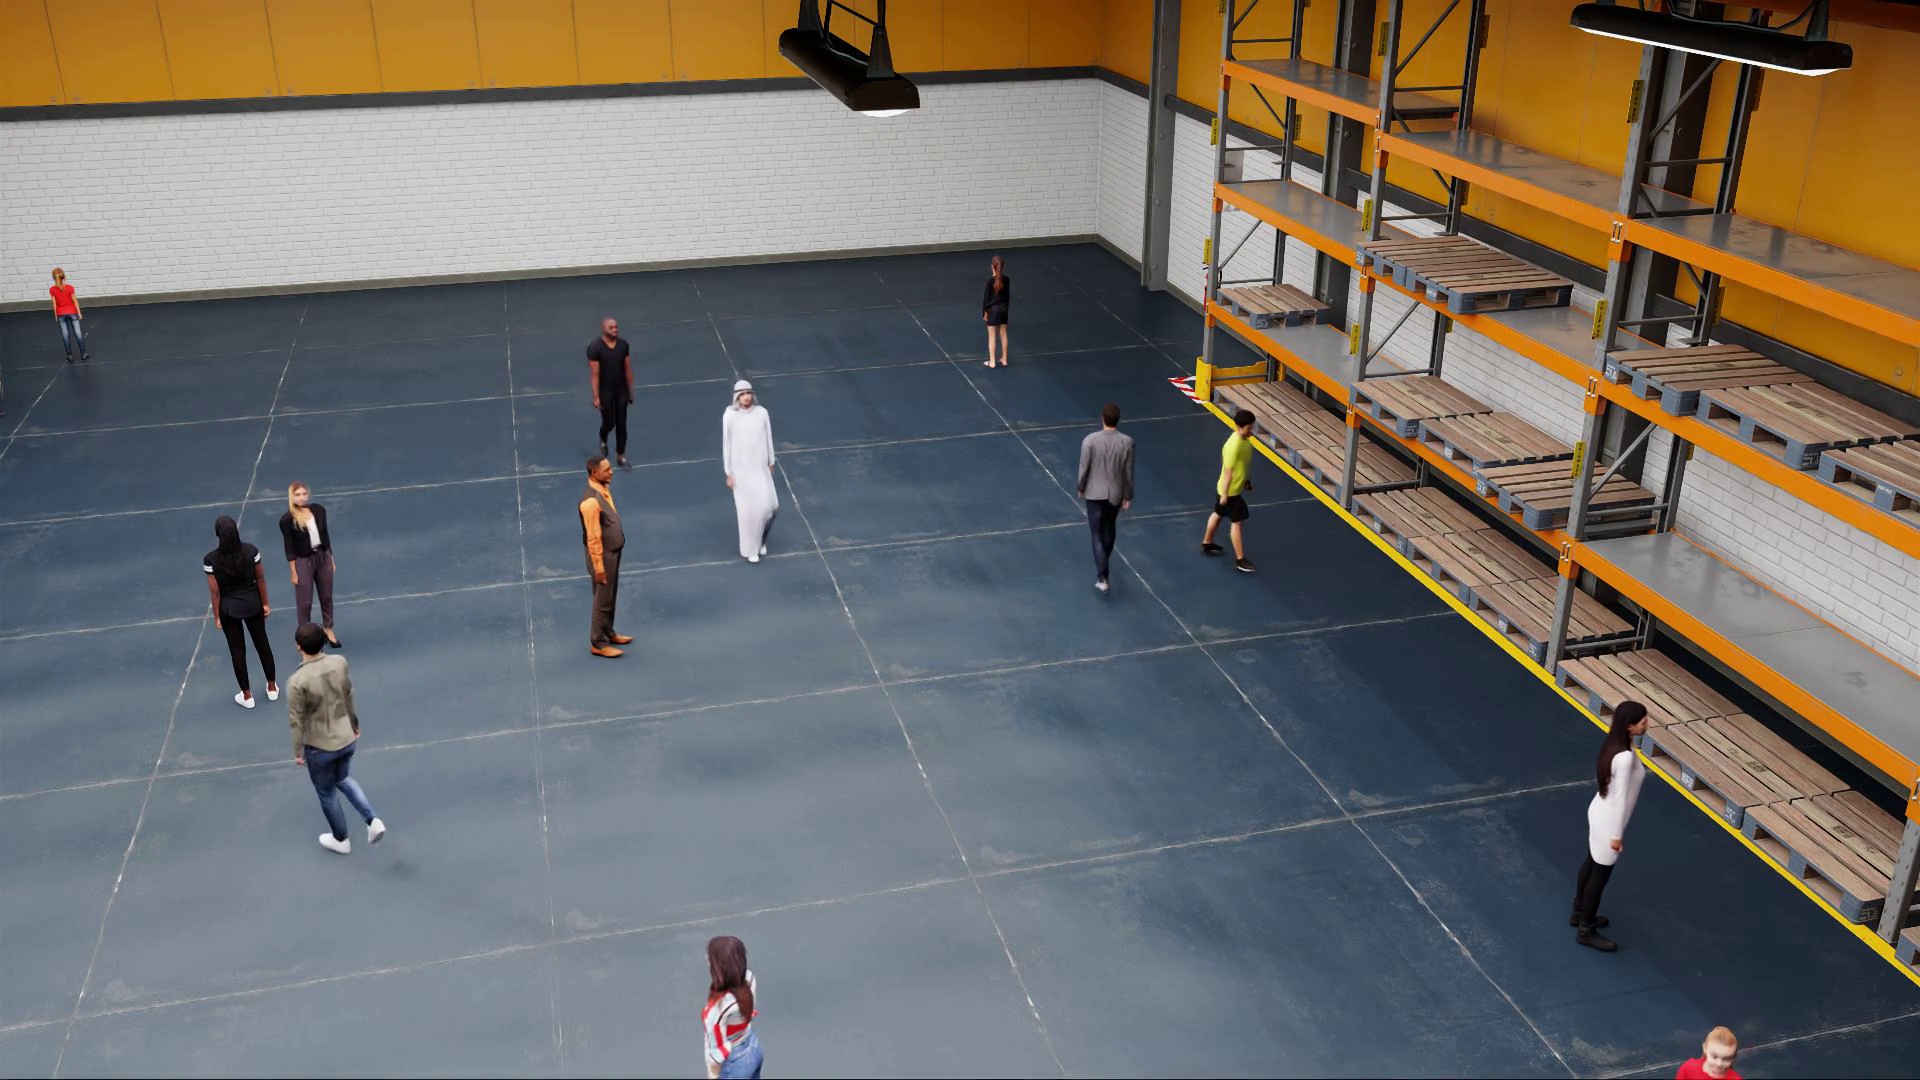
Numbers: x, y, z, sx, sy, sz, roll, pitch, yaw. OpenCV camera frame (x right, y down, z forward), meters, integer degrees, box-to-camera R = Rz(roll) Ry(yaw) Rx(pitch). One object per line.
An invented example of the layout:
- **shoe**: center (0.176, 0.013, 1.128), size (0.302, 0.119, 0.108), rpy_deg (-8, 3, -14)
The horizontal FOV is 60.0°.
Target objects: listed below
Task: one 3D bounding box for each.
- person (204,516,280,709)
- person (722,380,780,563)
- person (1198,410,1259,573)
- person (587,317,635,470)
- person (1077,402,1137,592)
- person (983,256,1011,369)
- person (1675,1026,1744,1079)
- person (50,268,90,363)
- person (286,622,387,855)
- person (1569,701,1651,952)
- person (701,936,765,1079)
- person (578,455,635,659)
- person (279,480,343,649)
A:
- **person**: center (-6.086, 0.591, 14.082), size (0.699, 1.729, 0.702), rpy_deg (-18, 29, -35)
- **person**: center (-2.160, -0.726, 16.867), size (0.762, 1.910, 0.819), rpy_deg (-10, 26, -22)
- **person**: center (2.682, -0.546, 16.759), size (1.035, 1.668, 1.007), rpy_deg (4, 24, 10)
- **person**: center (-4.067, -1.716, 19.266), size (0.831, 1.805, 0.936), rpy_deg (-16, 28, -32)
- **person**: center (1.416, -0.387, 16.197), size (0.774, 1.828, 1.265), rpy_deg (-3, 24, -8)
- **person**: center (0.514, -3.146, 22.848), size (0.556, 1.556, 0.579), rpy_deg (-9, 25, -21)
- **person**: center (3.949, 3.115, 8.905), size (0.871, 1.251, 0.930), rpy_deg (13, 27, 27)
- **person**: center (-12.421, -3.140, 23.140), size (0.513, 1.310, 0.531), rpy_deg (-10, 26, -22)
- **person**: center (-4.469, 1.471, 11.913), size (1.009, 1.854, 0.953), rpy_deg (12, 26, 26)
- **person**: center (4.311, 1.868, 11.062), size (0.743, 1.807, 0.620), rpy_deg (5, 24, 12)
- **person**: center (-1.210, 2.842, 9.080), size (0.732, 1.610, 0.644), rpy_deg (9, 25, 20)
- **person**: center (-3.216, 0.130, 14.915), size (0.815, 1.907, 0.657), rpy_deg (1, 24, 2)
- **person**: center (-5.834, 0.242, 14.955), size (0.713, 1.670, 0.683), rpy_deg (18, 29, 35)
